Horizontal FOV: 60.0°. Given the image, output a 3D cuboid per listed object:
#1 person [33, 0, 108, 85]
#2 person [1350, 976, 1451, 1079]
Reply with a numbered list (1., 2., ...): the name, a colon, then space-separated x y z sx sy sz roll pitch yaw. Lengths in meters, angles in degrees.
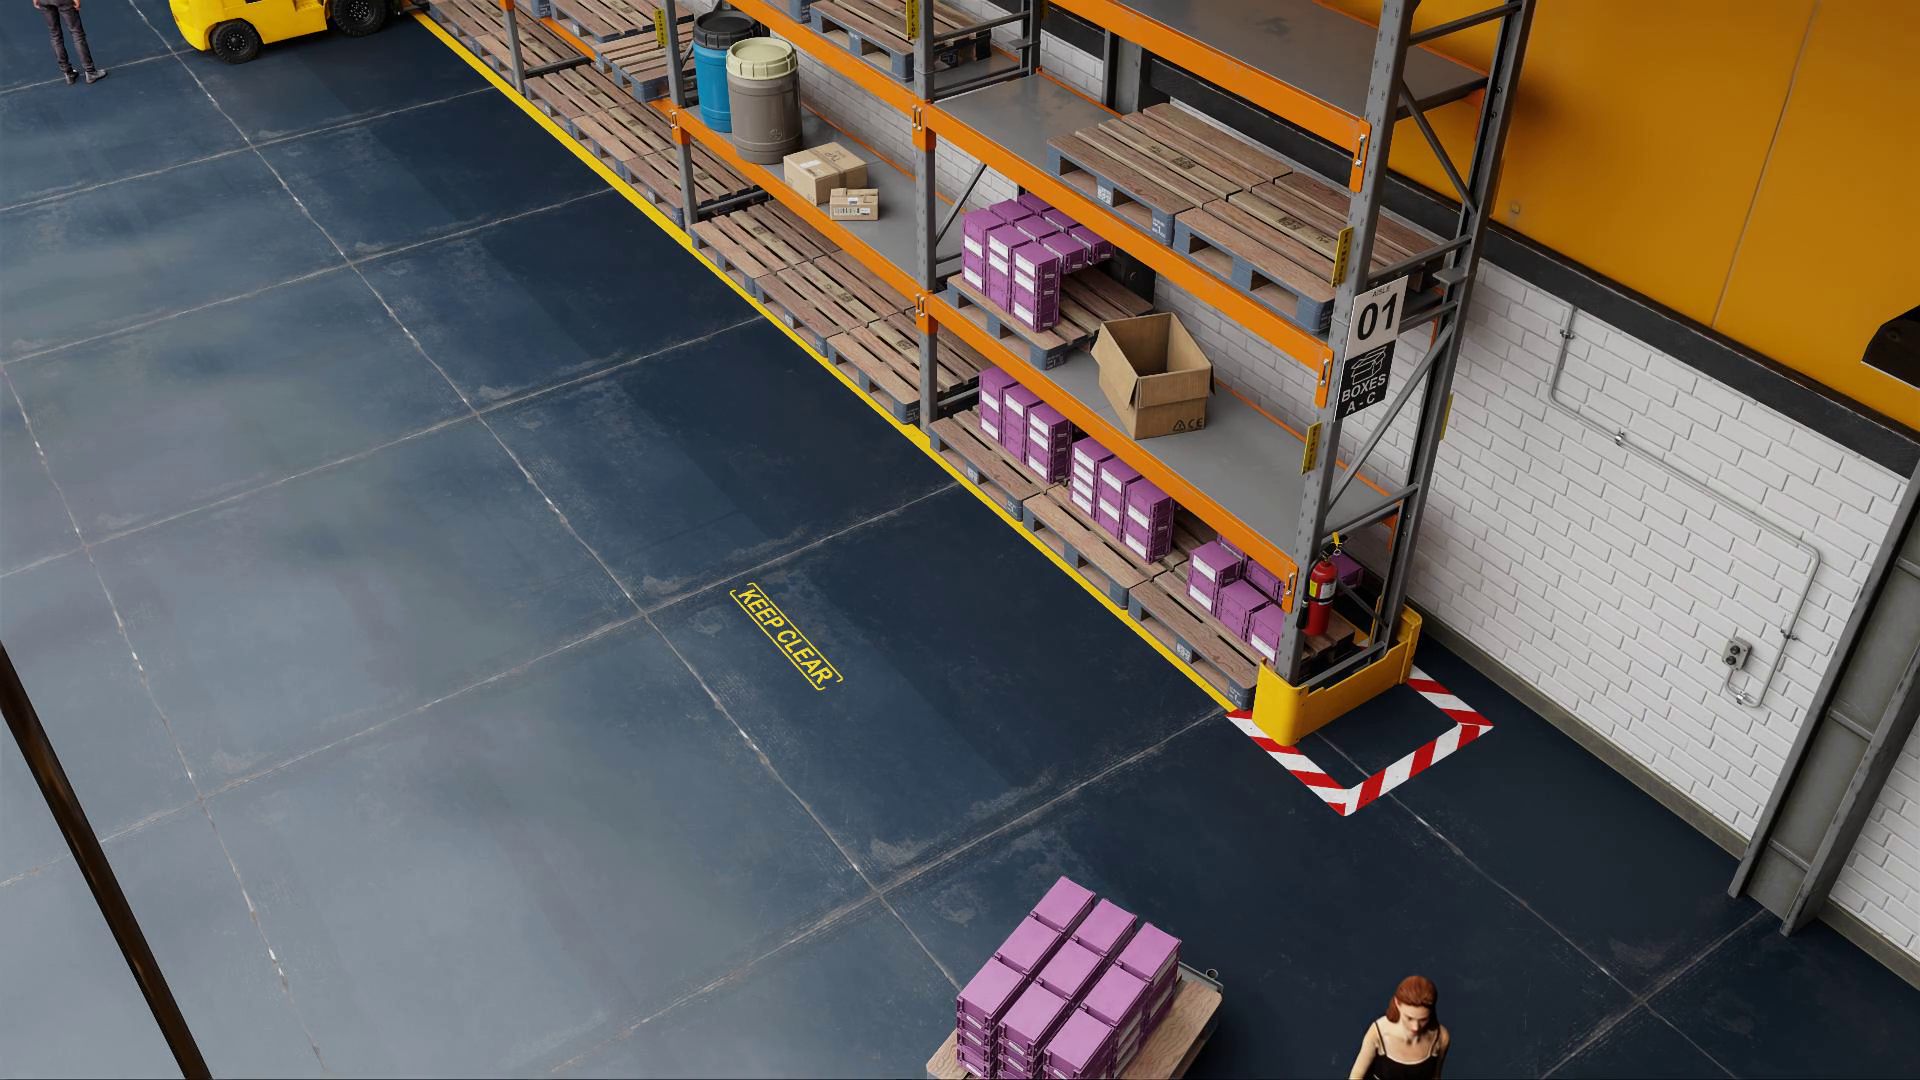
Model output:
1. person: -9.838 -5.896 18.059 0.721 1.868 0.728 -1 39 -1
2. person: 1.988 2.560 7.667 0.680 1.624 0.720 0 39 0
